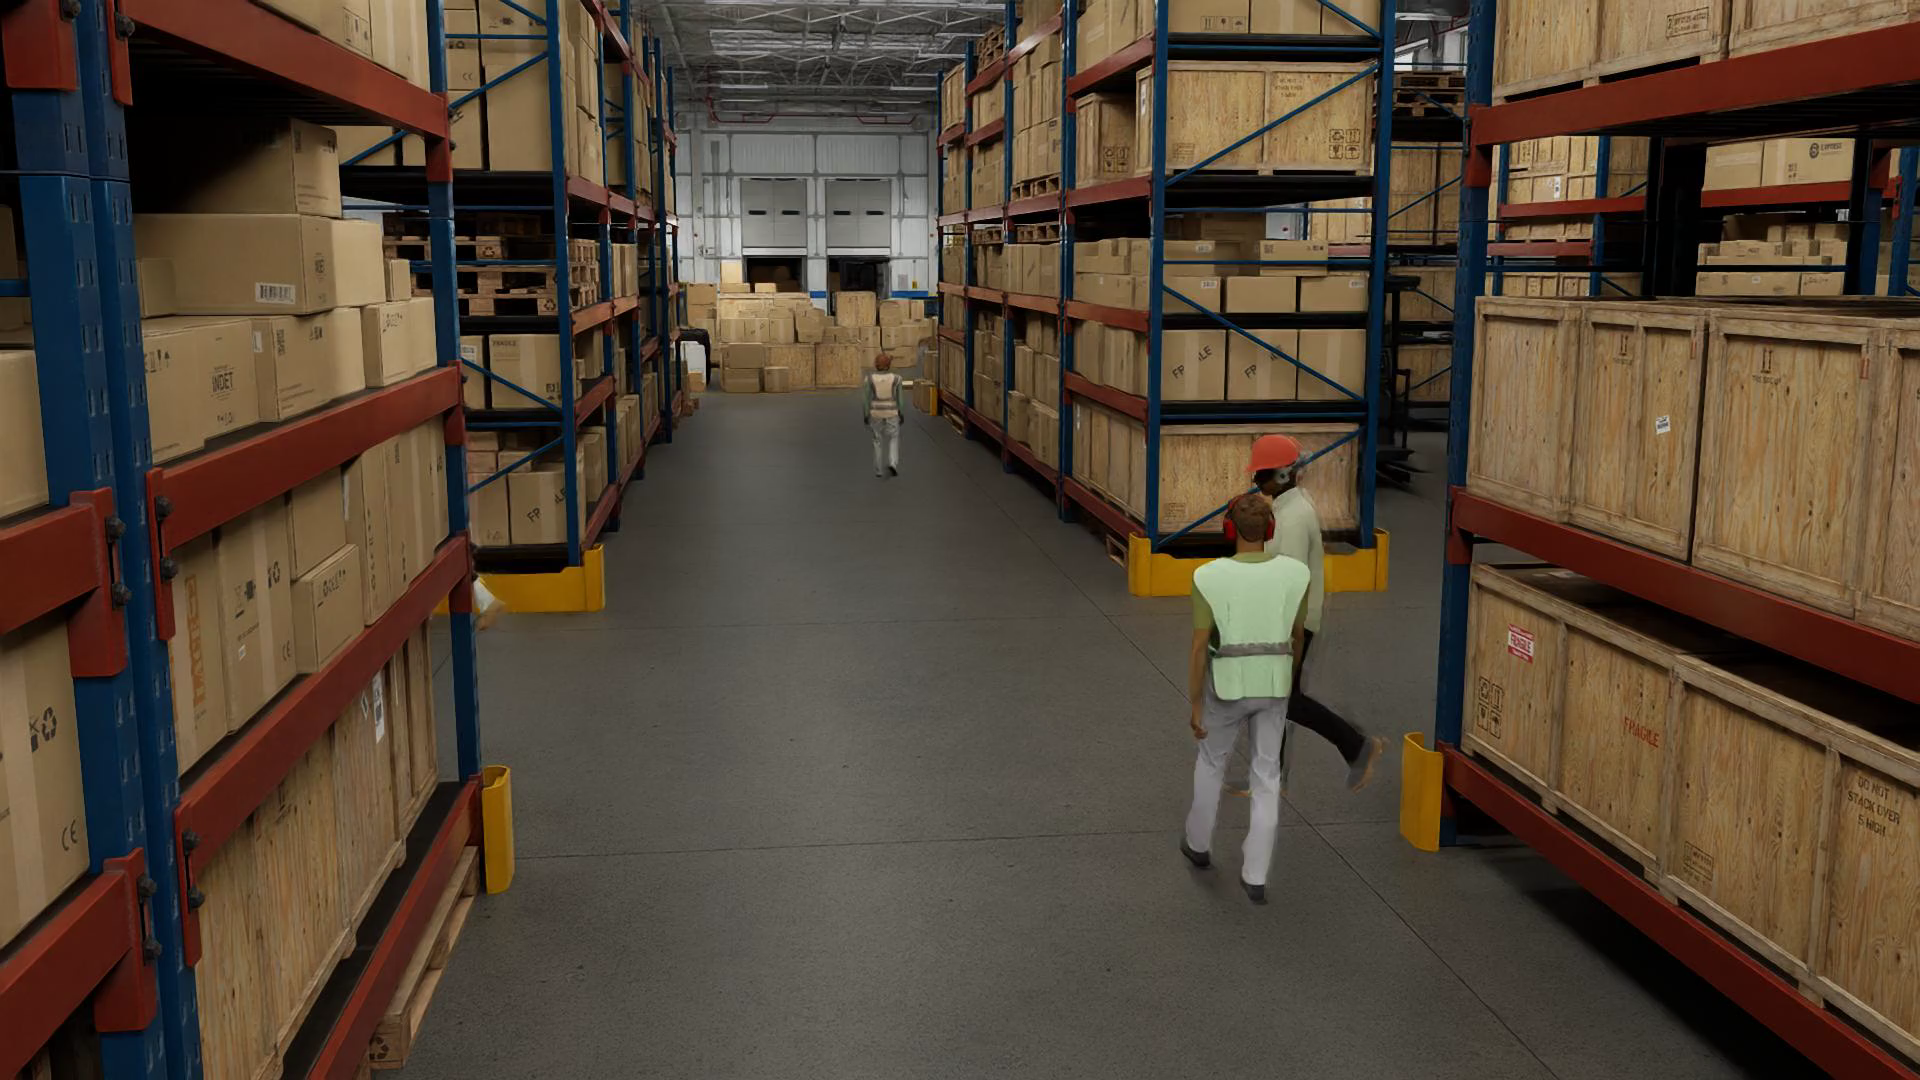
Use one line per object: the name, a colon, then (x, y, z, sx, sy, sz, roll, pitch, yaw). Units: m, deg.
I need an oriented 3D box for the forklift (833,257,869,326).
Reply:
forklift: (-3.028, -6.694, 47.538, 1.129, 2.768, 1.873, -8, 13, -40)

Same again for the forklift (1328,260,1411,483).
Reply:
forklift: (4.983, -2.219, 21.485, 1.129, 2.768, 1.873, -1, 10, -7)

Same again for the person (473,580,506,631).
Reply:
person: (-3.952, -0.178, 12.704, 0.853, 1.816, 0.620, -2, 10, -12)

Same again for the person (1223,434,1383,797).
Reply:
person: (1.820, 0.427, 8.766, 0.738, 1.963, 0.654, 1, 10, 5)

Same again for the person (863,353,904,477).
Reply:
person: (-0.990, -1.613, 21.598, 0.530, 1.624, 0.450, -1, 10, -4)

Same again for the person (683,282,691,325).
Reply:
person: (-9.762, -8.342, 59.913, 0.430, 1.925, 0.635, -2, 10, -9)

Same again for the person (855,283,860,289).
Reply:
person: (-3.676, -8.217, 59.293, 0.355, 1.887, 0.573, 8, 13, 41)

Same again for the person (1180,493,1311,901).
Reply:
person: (1.296, 0.684, 7.668, 0.569, 1.814, 0.806, -1, 10, -4)

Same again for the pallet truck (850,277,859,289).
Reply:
pallet truck: (-3.782, -9.391, 65.808, 1.885, 1.965, 0.823, 2, 10, 10)
